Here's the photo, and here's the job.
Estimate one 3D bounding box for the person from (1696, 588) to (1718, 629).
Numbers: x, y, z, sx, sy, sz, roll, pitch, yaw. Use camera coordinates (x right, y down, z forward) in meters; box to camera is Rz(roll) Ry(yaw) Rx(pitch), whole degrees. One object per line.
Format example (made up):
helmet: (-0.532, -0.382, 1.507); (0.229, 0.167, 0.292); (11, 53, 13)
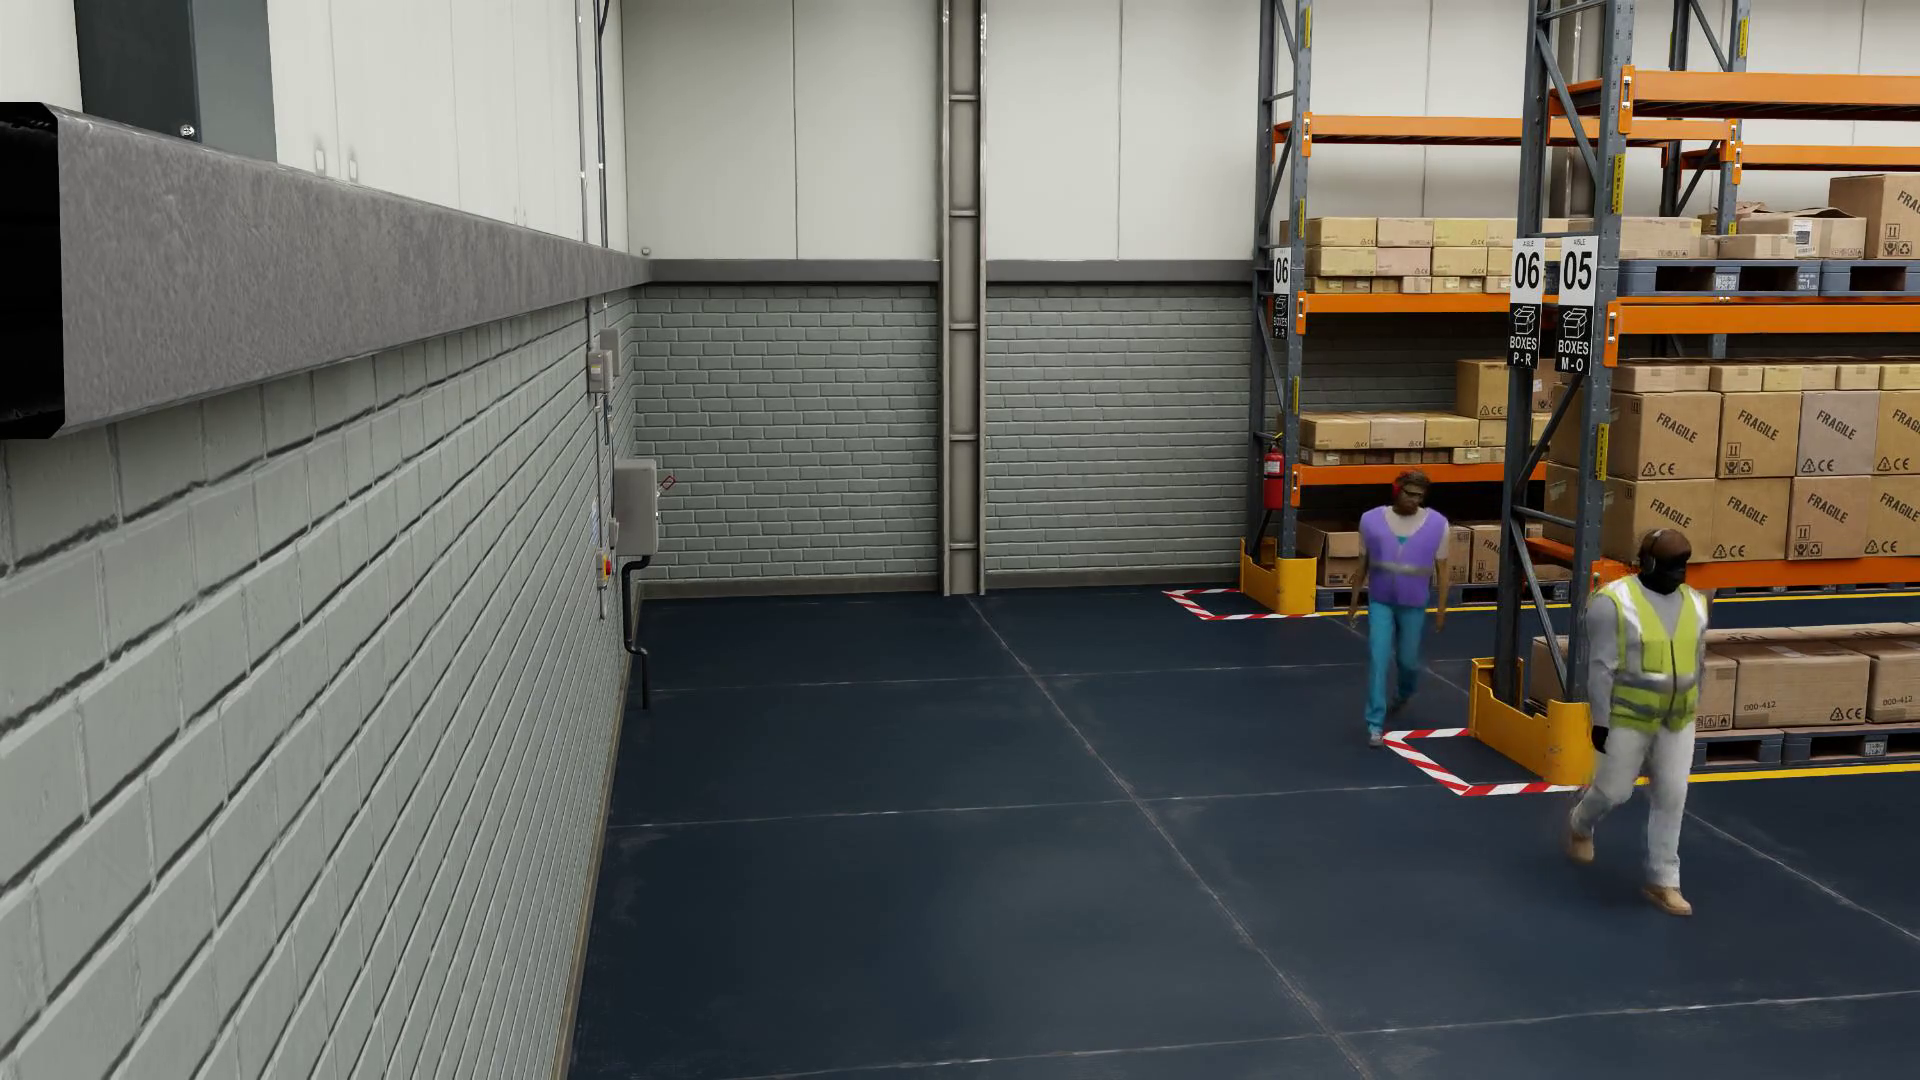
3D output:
person: (6.009, -0.087, 13.223); (0.443, 1.977, 0.621); (-1, 9, -3)

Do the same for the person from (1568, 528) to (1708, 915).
person: (3.284, 0.832, 8.029); (0.632, 1.825, 0.735); (-1, 9, -8)

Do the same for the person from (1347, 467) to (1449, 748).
person: (2.853, 0.395, 10.804); (0.622, 1.803, 0.791); (3, 10, 19)
